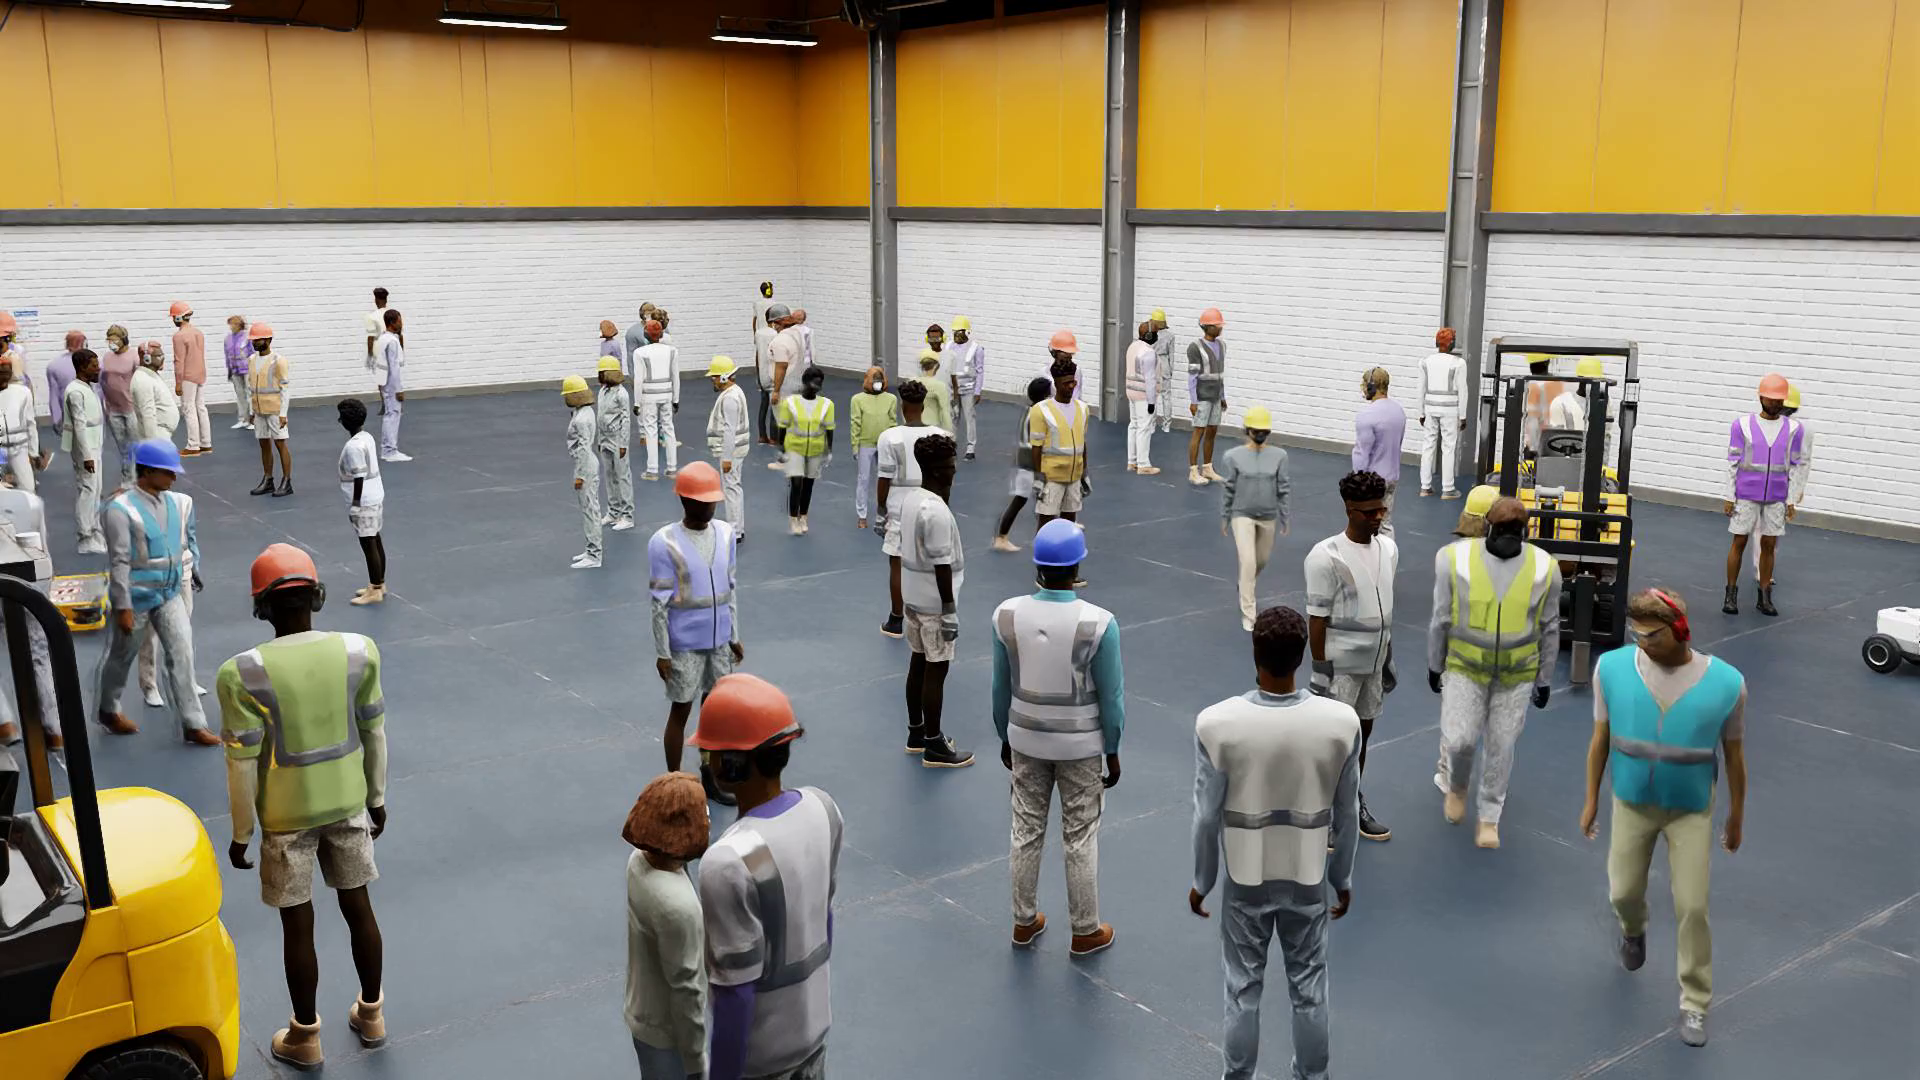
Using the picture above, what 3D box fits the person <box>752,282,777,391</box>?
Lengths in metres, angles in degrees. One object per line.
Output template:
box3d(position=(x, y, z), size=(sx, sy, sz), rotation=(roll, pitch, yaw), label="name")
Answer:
box3d(position=(-3.306, -3.472, 28.437), size=(0.521, 1.864, 0.336), rotation=(6, 13, 28), label="person")

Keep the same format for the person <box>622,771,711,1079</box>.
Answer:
box3d(position=(-0.877, 1.488, 5.062), size=(0.277, 1.627, 0.505), rotation=(-5, 13, -24), label="person")

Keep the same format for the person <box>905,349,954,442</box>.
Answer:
box3d(position=(-0.301, -1.152, 17.609), size=(0.818, 1.735, 0.580), rotation=(-11, 16, -42), label="person")

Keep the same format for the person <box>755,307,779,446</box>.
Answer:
box3d(position=(-2.518, -2.183, 22.242), size=(0.525, 1.856, 0.347), rotation=(7, 14, 32), label="person")

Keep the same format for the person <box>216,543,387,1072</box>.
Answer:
box3d(position=(-2.494, 1.015, 6.352), size=(0.605, 2.034, 0.390), rotation=(-10, 15, -40), label="person")

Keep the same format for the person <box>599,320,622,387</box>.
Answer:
box3d(position=(-4.808, -2.206, 22.876), size=(0.266, 1.631, 0.507), rotation=(-9, 15, -37), label="person")

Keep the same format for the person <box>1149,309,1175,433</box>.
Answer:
box3d(position=(2.786, -2.380, 23.450), size=(0.484, 1.746, 0.287), rotation=(-4, 12, -18), label="person")

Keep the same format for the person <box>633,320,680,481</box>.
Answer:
box3d(position=(-3.564, -1.640, 19.535), size=(0.585, 1.882, 0.340), rotation=(-9, 15, -36), label="person")

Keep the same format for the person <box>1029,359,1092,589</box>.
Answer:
box3d(position=(0.859, -0.556, 14.100), size=(0.604, 1.966, 0.367), rotation=(-8, 14, -34), label="person")

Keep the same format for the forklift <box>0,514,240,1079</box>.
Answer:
box3d(position=(-3.687, 1.115, 5.480), size=(2.313, 2.155, 1.214), rotation=(-9, 15, -36), label="forklift")

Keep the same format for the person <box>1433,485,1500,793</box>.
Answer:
box3d(position=(2.868, 0.559, 9.256), size=(0.483, 1.745, 0.301), rotation=(3, 12, 12), label="person")

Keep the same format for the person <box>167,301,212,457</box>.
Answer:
box3d(position=(-9.899, -2.063, 21.353), size=(0.413, 1.982, 0.623), rotation=(1, 12, 4), label="person")

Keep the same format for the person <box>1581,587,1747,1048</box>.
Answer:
box3d(position=(2.860, 1.048, 6.738), size=(0.608, 1.812, 0.629), rotation=(6, 13, 28), label="person")

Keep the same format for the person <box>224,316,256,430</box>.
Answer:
box3d(position=(-10.271, -2.386, 23.764), size=(0.534, 1.626, 0.380), rotation=(4, 12, 19), label="person")

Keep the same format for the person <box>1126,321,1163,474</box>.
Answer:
box3d(position=(2.216, -1.708, 19.993), size=(0.430, 1.840, 0.633), rotation=(-3, 12, -15), label="person")

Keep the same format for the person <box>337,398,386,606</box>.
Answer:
box3d(position=(-4.876, -0.314, 13.578), size=(0.322, 1.699, 0.536), rotation=(-2, 12, -8), label="person")

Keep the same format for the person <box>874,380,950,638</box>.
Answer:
box3d(position=(-0.354, -0.231, 12.581), size=(0.615, 1.951, 0.388), rotation=(-6, 13, -26), label="person")

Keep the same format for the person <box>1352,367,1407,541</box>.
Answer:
box3d(position=(3.439, -0.470, 13.793), size=(0.386, 1.930, 0.631), rotation=(11, 16, 43), label="person")

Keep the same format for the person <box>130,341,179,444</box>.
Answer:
box3d(position=(-7.929, -1.013, 16.455), size=(0.406, 1.906, 0.654), rotation=(-5, 13, -21), label="person")

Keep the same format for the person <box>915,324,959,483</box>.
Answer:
box3d(position=(-0.264, -1.576, 19.297), size=(0.510, 1.861, 0.324), rotation=(0, 12, -1), label="person")

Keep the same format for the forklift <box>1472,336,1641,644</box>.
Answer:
box3d(position=(4.683, -0.471, 13.136), size=(1.214, 2.155, 2.313), rotation=(4, 12, 20), label="forklift")

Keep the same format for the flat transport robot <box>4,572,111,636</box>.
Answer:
box3d(position=(-7.085, 0.483, 13.195), size=(0.652, 0.197, 1.431), rotation=(-4, 12, -19), label="flat transport robot")

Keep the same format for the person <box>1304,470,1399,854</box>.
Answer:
box3d(position=(2.006, 0.607, 8.486), size=(0.608, 1.965, 0.365), rotation=(-9, 14, -36), label="person")

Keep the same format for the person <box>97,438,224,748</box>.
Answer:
box3d(position=(-4.962, 0.322, 10.097), size=(0.990, 1.894, 0.625), rotation=(4, 12, 20), label="person")

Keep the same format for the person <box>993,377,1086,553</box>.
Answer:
box3d(position=(0.722, -0.692, 15.519), size=(0.888, 1.647, 0.546), rotation=(0, 12, 1), label="person")

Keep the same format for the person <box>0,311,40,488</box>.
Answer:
box3d(position=(-10.767, -1.564, 18.820), size=(0.433, 2.032, 0.621), rotation=(4, 12, 19), label="person")

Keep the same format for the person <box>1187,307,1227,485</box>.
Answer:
box3d(position=(2.885, -1.659, 19.235), size=(0.615, 2.044, 0.369), rotation=(-11, 16, -42), label="person")

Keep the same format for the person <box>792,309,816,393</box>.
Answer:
box3d(position=(-2.428, -2.662, 25.086), size=(0.516, 1.632, 0.313), rotation=(1, 12, 5), label="person")

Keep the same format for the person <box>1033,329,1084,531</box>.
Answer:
box3d(position=(1.001, -1.058, 16.382), size=(0.612, 2.030, 0.403), rotation=(-10, 16, -41), label="person")

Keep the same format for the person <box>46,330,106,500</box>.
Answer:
box3d(position=(-9.655, -1.381, 18.354), size=(0.654, 1.862, 0.913), rotation=(-4, 12, -20), label="person")

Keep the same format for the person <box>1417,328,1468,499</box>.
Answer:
box3d(position=(5.320, -1.392, 18.344), size=(0.576, 1.882, 0.355), rotation=(10, 15, 40), label="person")
